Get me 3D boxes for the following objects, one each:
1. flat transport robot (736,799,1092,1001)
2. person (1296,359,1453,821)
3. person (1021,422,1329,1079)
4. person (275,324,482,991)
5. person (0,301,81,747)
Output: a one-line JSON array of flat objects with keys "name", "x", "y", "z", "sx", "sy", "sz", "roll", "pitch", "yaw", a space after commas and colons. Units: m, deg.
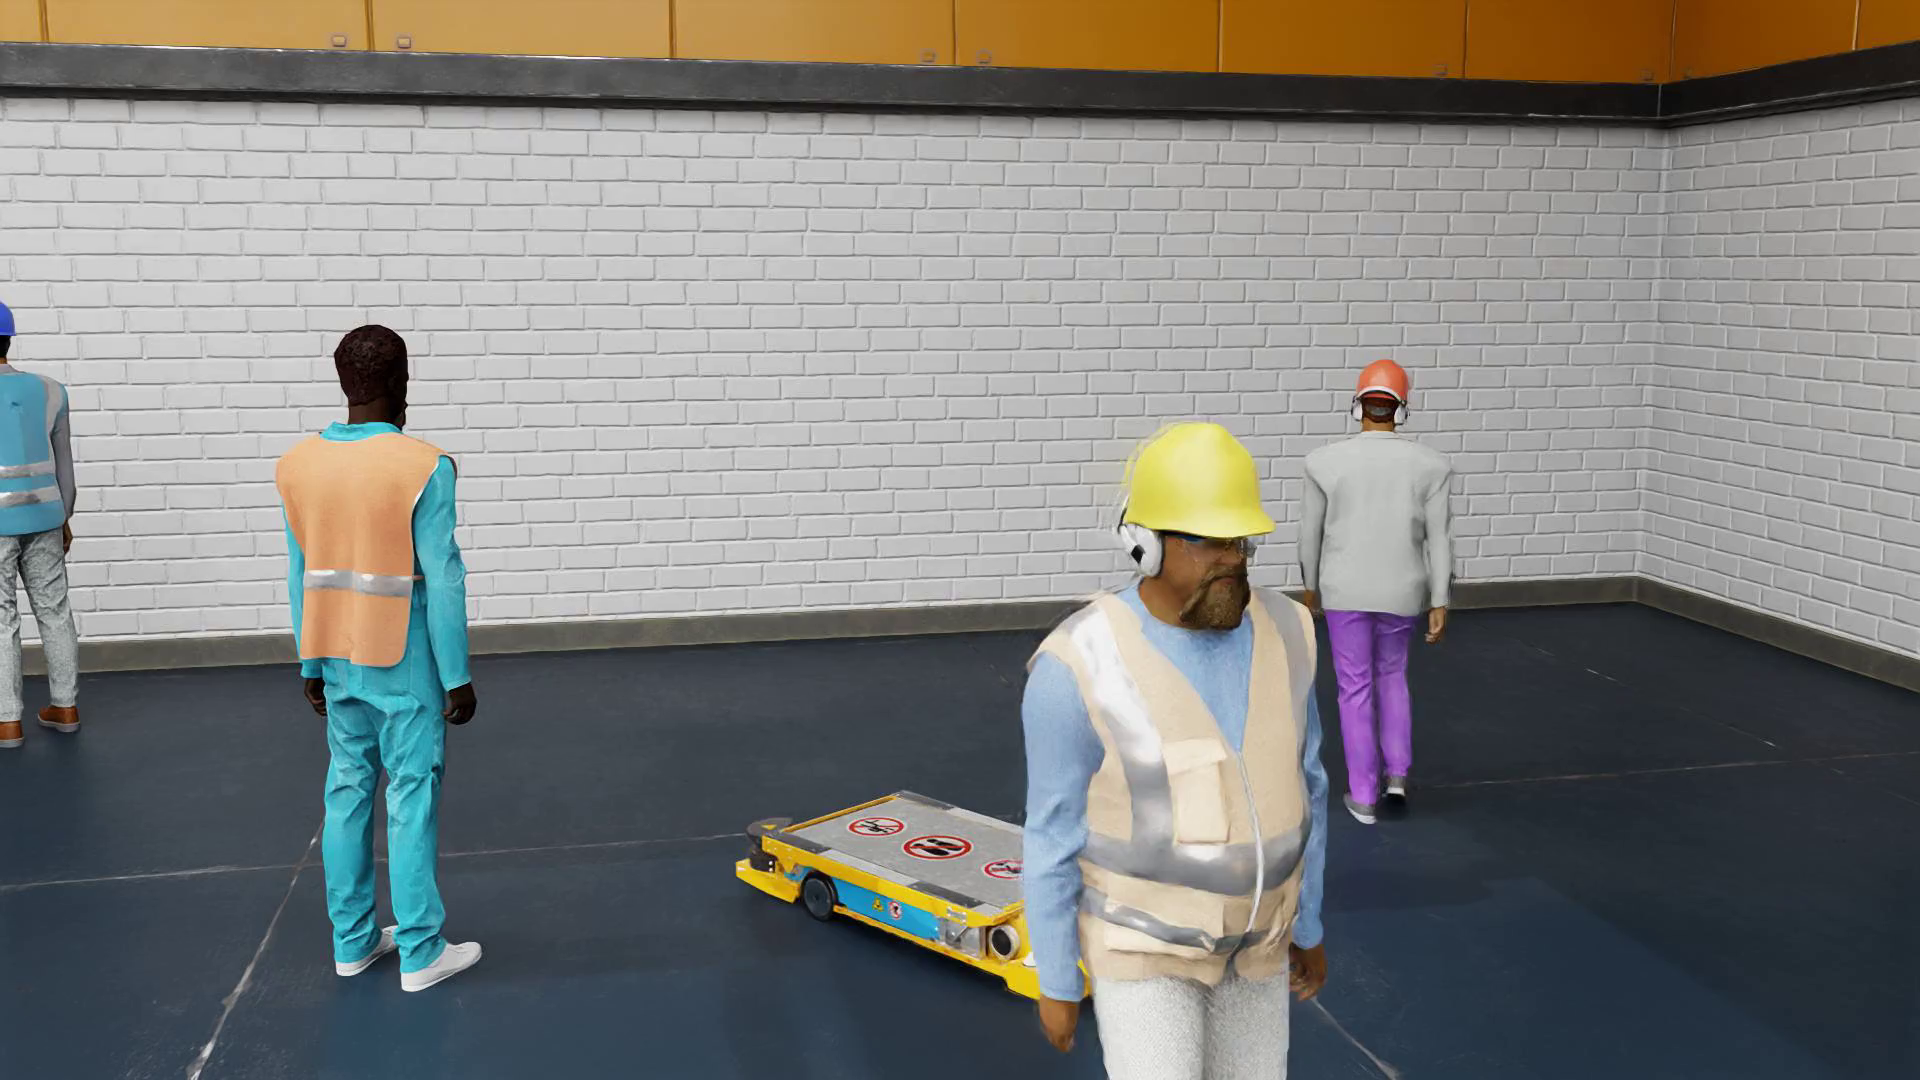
[{"name": "flat transport robot", "x": -0.006, "y": 1.081, "z": 5.270, "sx": 1.431, "sy": 0.197, "sz": 0.652, "roll": 9, "pitch": 13, "yaw": 43}, {"name": "person", "x": 1.556, "y": 0.185, "z": 6.301, "sx": 0.553, "sy": 1.726, "sz": 0.473, "roll": 0, "pitch": 9, "yaw": 1}, {"name": "person", "x": 0.373, "y": 0.680, "z": 3.018, "sx": 0.603, "sy": 1.817, "sz": 0.654, "roll": -5, "pitch": 11, "yaw": -28}, {"name": "person", "x": -1.672, "y": 0.345, "z": 4.782, "sx": 0.587, "sy": 1.911, "sz": 0.397, "roll": 4, "pitch": 10, "yaw": 21}, {"name": "person", "x": -4.136, "y": -0.077, "z": 7.224, "sx": 0.387, "sy": 1.949, "sz": 0.602, "roll": 5, "pitch": 11, "yaw": 28}]
